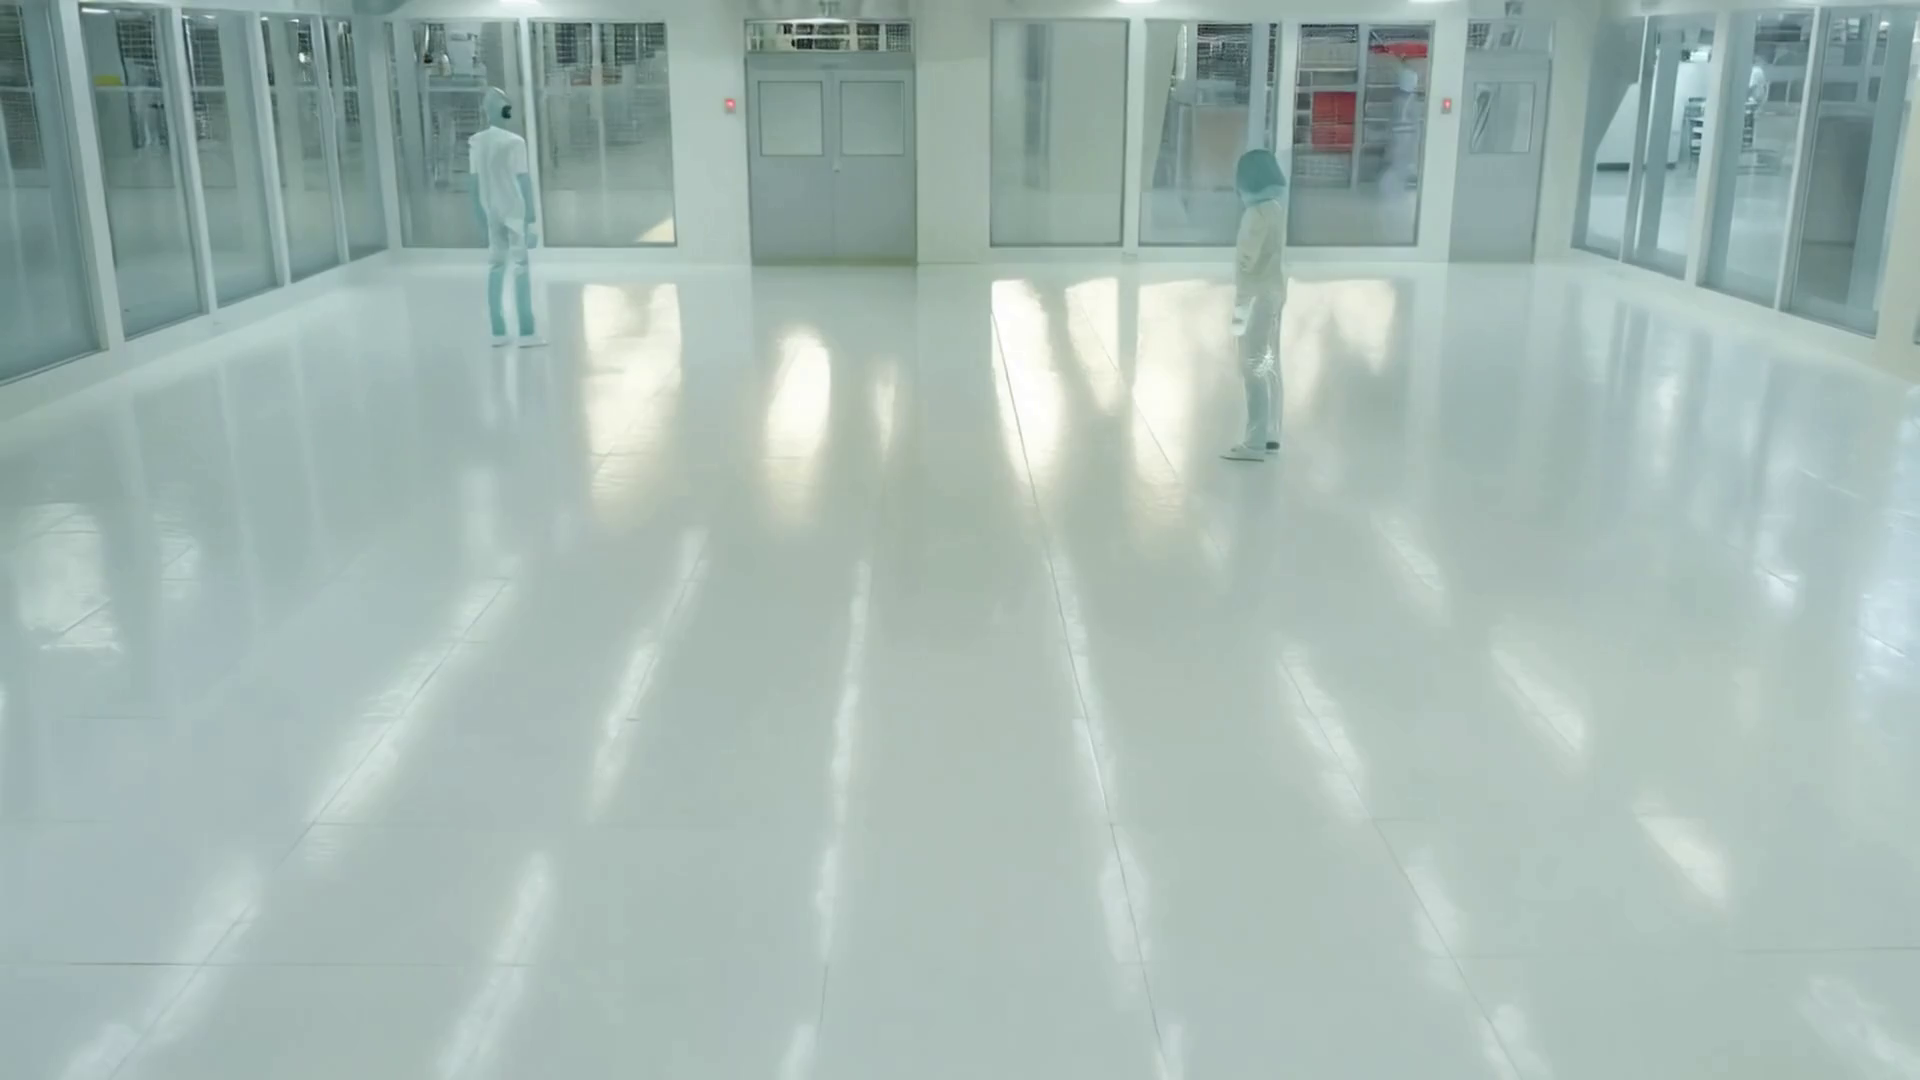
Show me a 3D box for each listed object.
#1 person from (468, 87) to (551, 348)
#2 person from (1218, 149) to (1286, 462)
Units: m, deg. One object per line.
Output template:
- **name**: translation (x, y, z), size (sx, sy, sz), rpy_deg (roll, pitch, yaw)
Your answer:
- **person**: translation (-3.300, -2.333, 12.113), size (0.514, 1.872, 0.328), rpy_deg (6, 17, 19)
- **person**: translation (1.562, -1.225, 8.767), size (0.279, 1.624, 0.494), rpy_deg (7, 18, 23)
